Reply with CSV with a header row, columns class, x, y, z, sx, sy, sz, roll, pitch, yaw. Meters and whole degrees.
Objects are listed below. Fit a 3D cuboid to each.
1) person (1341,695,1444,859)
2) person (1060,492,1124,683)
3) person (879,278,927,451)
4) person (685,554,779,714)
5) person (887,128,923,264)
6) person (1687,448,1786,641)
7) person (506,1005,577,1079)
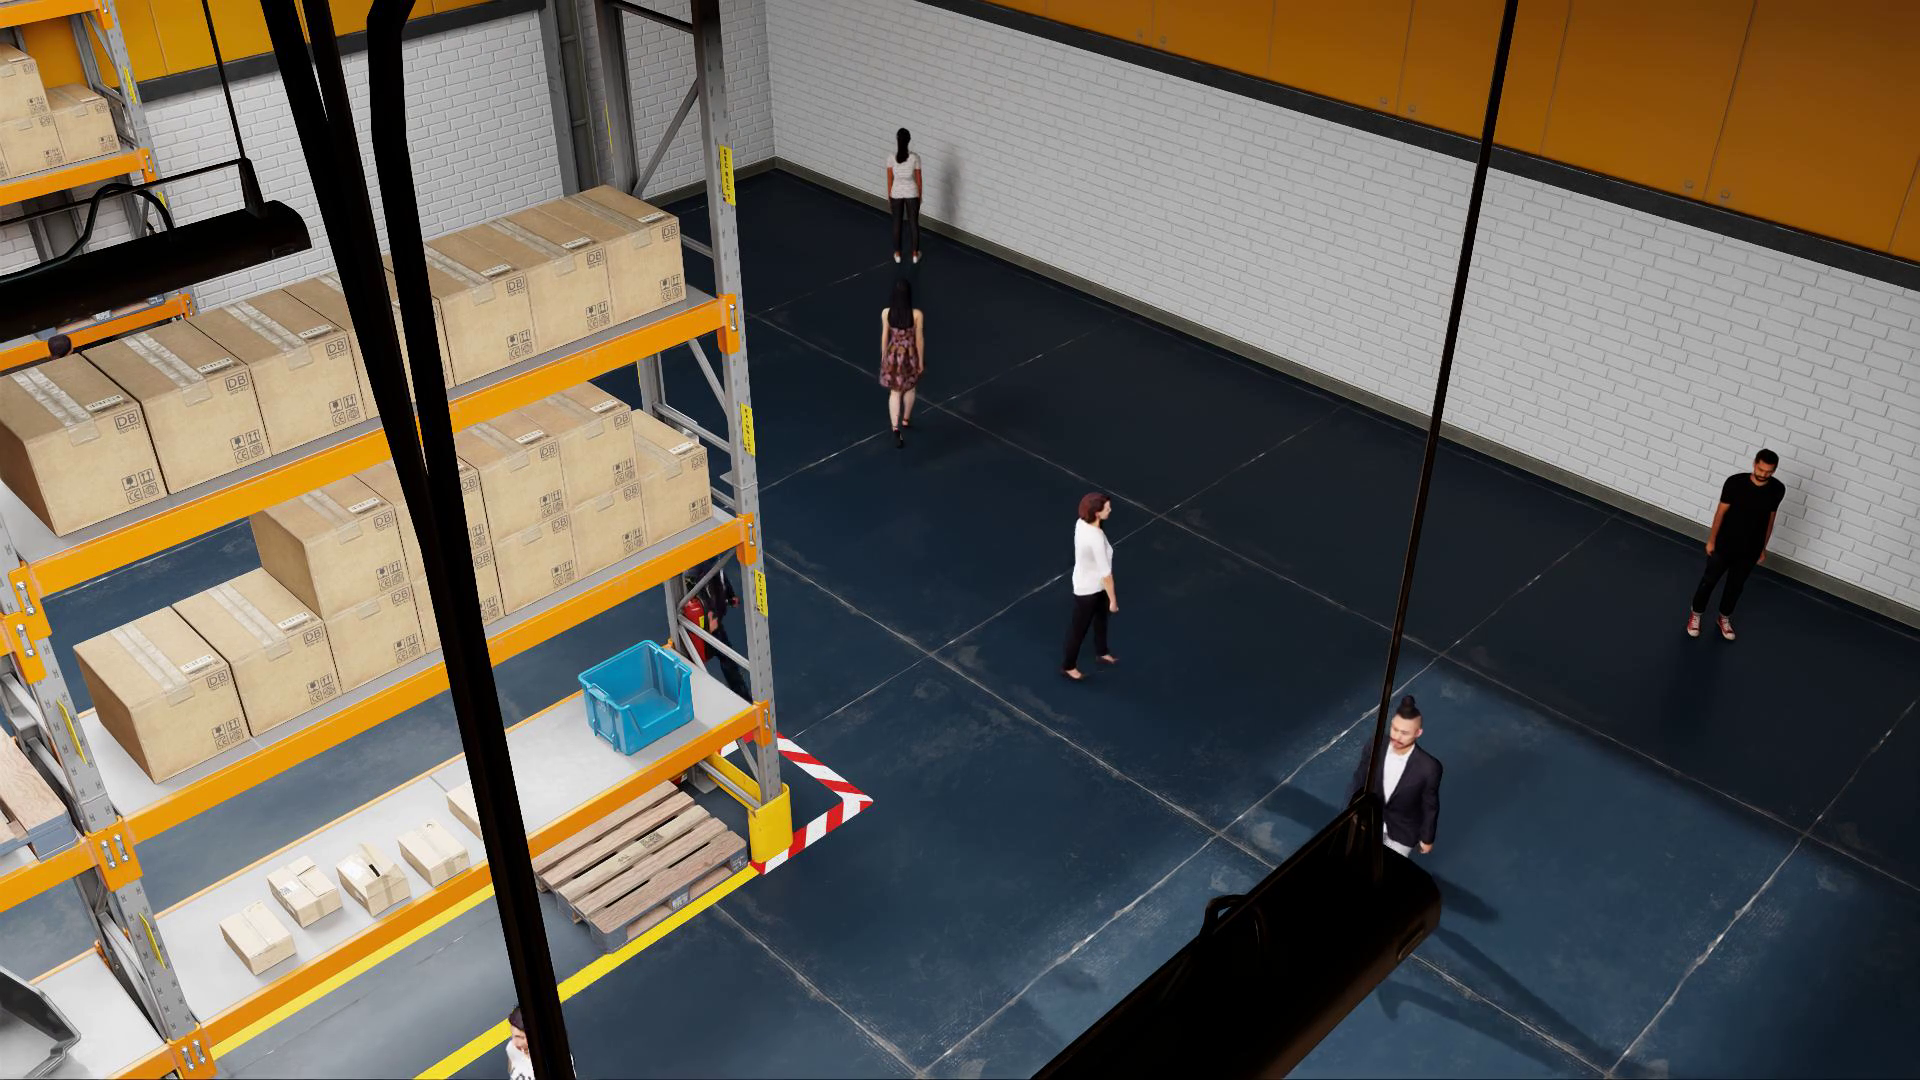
class,x,y,z,sx,sy,sz,roll,pitch,yaw
person,2.862,1.775,10.815,1.159,1.905,0.743,-28,43,-35
person,0.911,0.406,12.991,0.935,1.776,0.858,-6,34,-8
person,-0.561,-1.674,16.145,1.056,1.750,1.147,2,34,3
person,-2.020,0.606,12.622,1.158,1.853,1.075,-3,34,-5
person,-0.663,-4.125,19.929,0.645,1.643,0.704,0,34,0
person,6.359,0.011,13.605,0.716,1.755,0.745,5,34,7
person,-2.144,3.082,8.977,0.667,1.764,0.656,18,38,25
